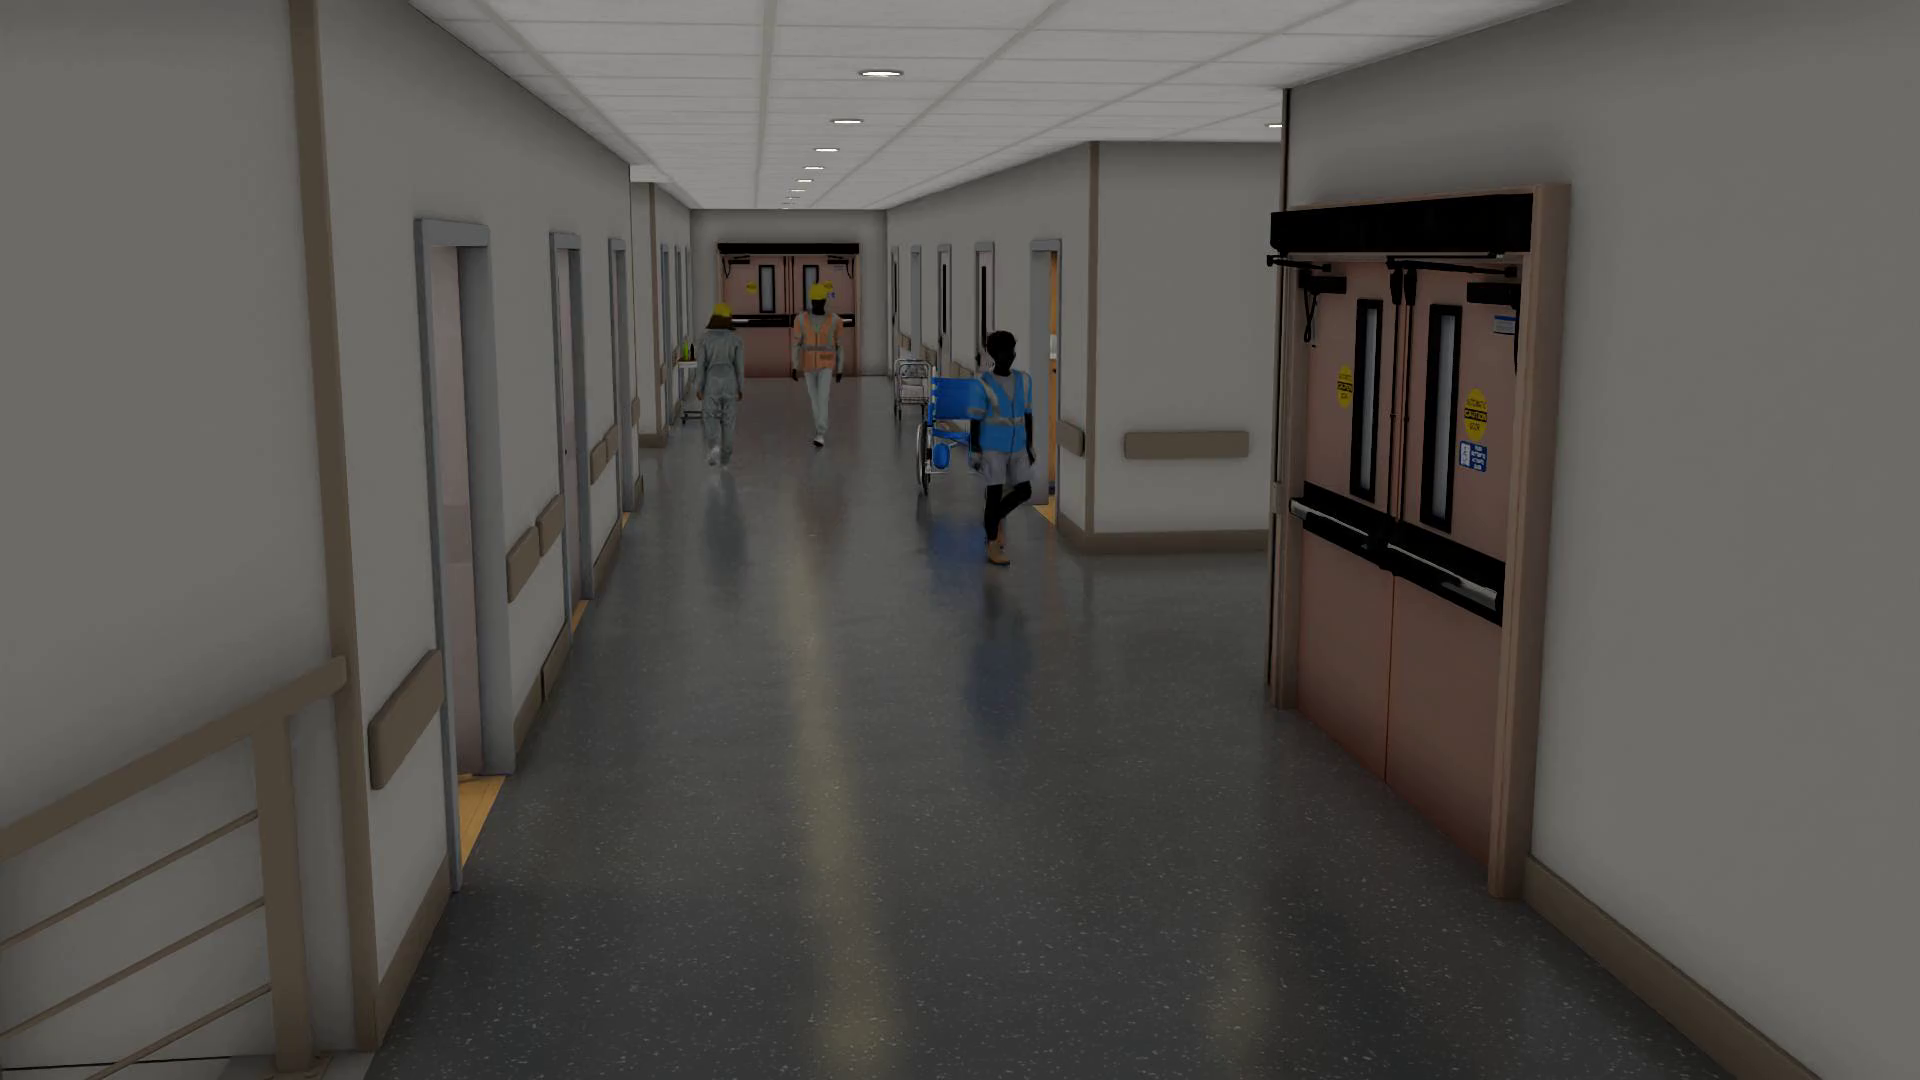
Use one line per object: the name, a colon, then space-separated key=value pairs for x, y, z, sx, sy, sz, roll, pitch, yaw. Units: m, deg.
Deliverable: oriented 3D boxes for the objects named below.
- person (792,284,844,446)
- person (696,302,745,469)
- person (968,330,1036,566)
person: x=-1.661 y=-2.053 z=19.495 sx=0.588 sy=1.881 sz=1.010 roll=1 pitch=10 yaw=6
person: x=-2.466 y=-1.577 z=17.147 sx=0.514 sy=1.716 sz=0.443 roll=-2 pitch=10 yaw=-13
person: x=0.264 y=-0.667 z=11.953 sx=0.544 sy=1.680 sz=0.446 roll=-6 pitch=12 yaw=-32
